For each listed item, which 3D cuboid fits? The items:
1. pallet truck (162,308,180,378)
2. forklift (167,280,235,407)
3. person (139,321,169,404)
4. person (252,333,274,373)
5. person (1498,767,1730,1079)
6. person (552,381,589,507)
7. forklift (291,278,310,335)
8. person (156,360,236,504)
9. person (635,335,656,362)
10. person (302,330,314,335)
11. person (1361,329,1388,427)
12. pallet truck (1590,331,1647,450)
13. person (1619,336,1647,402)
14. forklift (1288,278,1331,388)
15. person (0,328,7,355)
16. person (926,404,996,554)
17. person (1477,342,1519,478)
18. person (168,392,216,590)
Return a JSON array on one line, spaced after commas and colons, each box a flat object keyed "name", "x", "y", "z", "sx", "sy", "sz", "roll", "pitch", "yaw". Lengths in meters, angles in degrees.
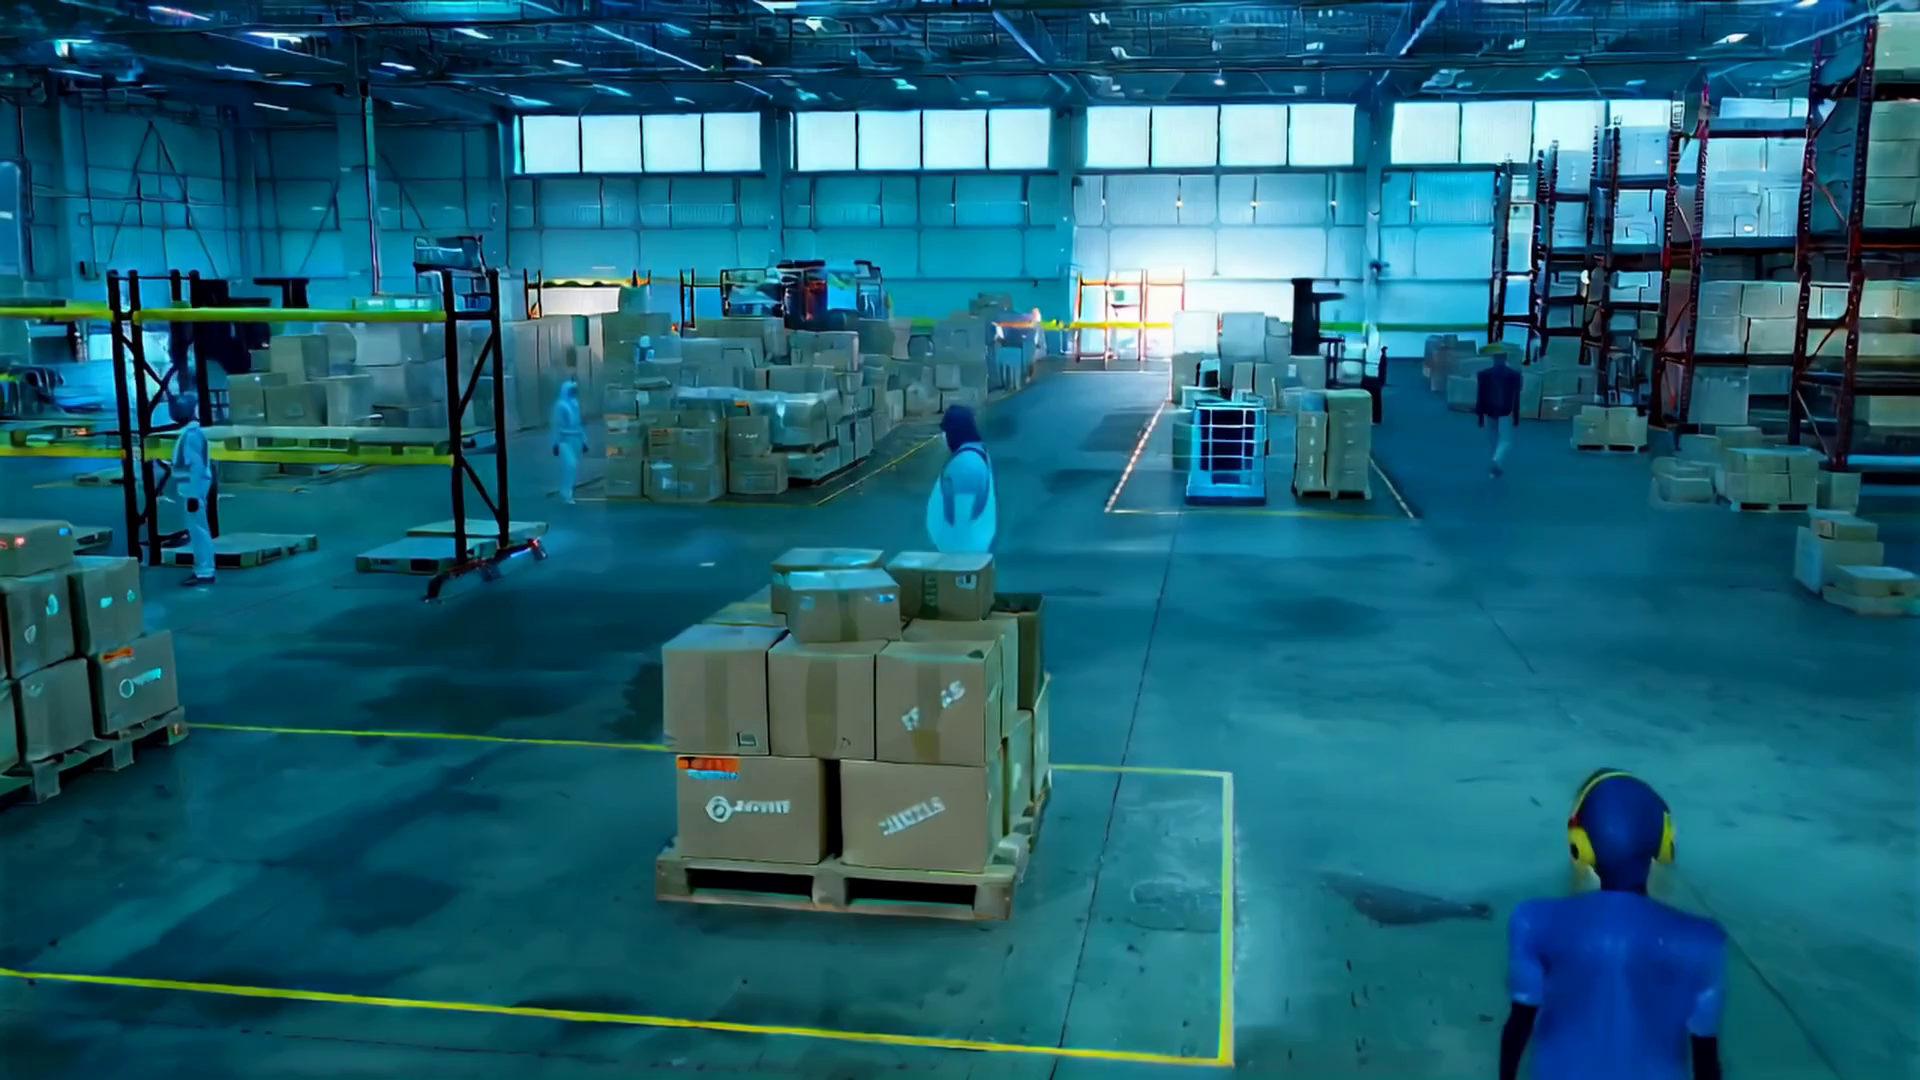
[{"name": "pallet truck", "x": -21.869, "y": -5.598, "z": 47.154, "sx": 0.823, "sy": 1.965, "sz": 1.885, "roll": 4, "pitch": 10, "yaw": 26}, {"name": "forklift", "x": -15.893, "y": -4.164, "z": 35.595, "sx": 1.873, "sy": 2.768, "sz": 1.129, "roll": -8, "pitch": 12, "yaw": -41}, {"name": "person", "x": -18.341, "y": -4.057, "z": 37.900, "sx": 0.646, "sy": 1.927, "sz": 0.388, "roll": 0, "pitch": 9, "yaw": 3}, {"name": "person", "x": -12.502, "y": -2.814, "z": 30.236, "sx": 0.635, "sy": 1.920, "sz": 0.784, "roll": 0, "pitch": 9, "yaw": 0}, {"name": "person", "x": 1.567, "y": 1.463, "z": 4.095, "sx": 0.510, "sy": 1.845, "sz": 0.384, "roll": 2, "pitch": 9, "yaw": 12}, {"name": "person", "x": -4.956, "y": -1.230, "z": 21.344, "sx": 0.526, "sy": 1.617, "sz": 0.545, "roll": 4, "pitch": 10, "yaw": 22}, {"name": "forklift", "x": -17.085, "y": -5.399, "z": 43.215, "sx": 1.873, "sy": 2.768, "sz": 1.129, "roll": -3, "pitch": 10, "yaw": -17}, {"name": "person", "x": -10.075, "y": -1.408, "z": 21.696, "sx": 0.978, "sy": 1.883, "sz": 0.603, "roll": -6, "pitch": 11, "yaw": -32}, {"name": "person", "x": -6.785, "y": -3.608, "z": 35.981, "sx": 0.521, "sy": 1.639, "sz": 0.311, "roll": 3, "pitch": 10, "yaw": 20}, {"name": "person", "x": -12.643, "y": -3.112, "z": 32.194, "sx": 1.011, "sy": 1.892, "sz": 0.550, "roll": 1, "pitch": 9, "yaw": 3}, {"name": "person", "x": 8.057, "y": -3.143, "z": 32.300, "sx": 0.387, "sy": 1.910, "sz": 0.591, "roll": -5, "pitch": 10, "yaw": -27}, {"name": "pallet truck", "x": 11.253, "y": -2.573, "z": 28.499, "sx": 0.823, "sy": 1.965, "sz": 1.885, "roll": 5, "pitch": 10, "yaw": 27}, {"name": "person", "x": 13.055, "y": -3.124, "z": 32.378, "sx": 0.636, "sy": 1.842, "sz": 0.429, "roll": -6, "pitch": 11, "yaw": -31}, {"name": "forklift", "x": 8.804, "y": -5.362, "z": 42.987, "sx": 1.873, "sy": 2.768, "sz": 1.129, "roll": 4, "pitch": 10, "yaw": 24}, {"name": "person", "x": -22.568, "y": -4.140, "z": 39.088, "sx": 0.316, "sy": 1.695, "sz": 0.542, "roll": -2, "pitch": 9, "yaw": -9}, {"name": "person", "x": -0.045, "y": -0.059, "z": 12.860, "sx": 0.683, "sy": 2.000, "sz": 0.720, "roll": 2, "pitch": 9, "yaw": 12}, {"name": "person", "x": 7.885, "y": -1.896, "z": 24.343, "sx": 0.627, "sy": 1.982, "sz": 0.436, "roll": 6, "pitch": 11, "yaw": 35}, {"name": "person", "x": -7.330, "y": -0.468, "z": 15.862, "sx": 0.341, "sy": 1.882, "sz": 0.587, "roll": -6, "pitch": 11, "yaw": -31}]
